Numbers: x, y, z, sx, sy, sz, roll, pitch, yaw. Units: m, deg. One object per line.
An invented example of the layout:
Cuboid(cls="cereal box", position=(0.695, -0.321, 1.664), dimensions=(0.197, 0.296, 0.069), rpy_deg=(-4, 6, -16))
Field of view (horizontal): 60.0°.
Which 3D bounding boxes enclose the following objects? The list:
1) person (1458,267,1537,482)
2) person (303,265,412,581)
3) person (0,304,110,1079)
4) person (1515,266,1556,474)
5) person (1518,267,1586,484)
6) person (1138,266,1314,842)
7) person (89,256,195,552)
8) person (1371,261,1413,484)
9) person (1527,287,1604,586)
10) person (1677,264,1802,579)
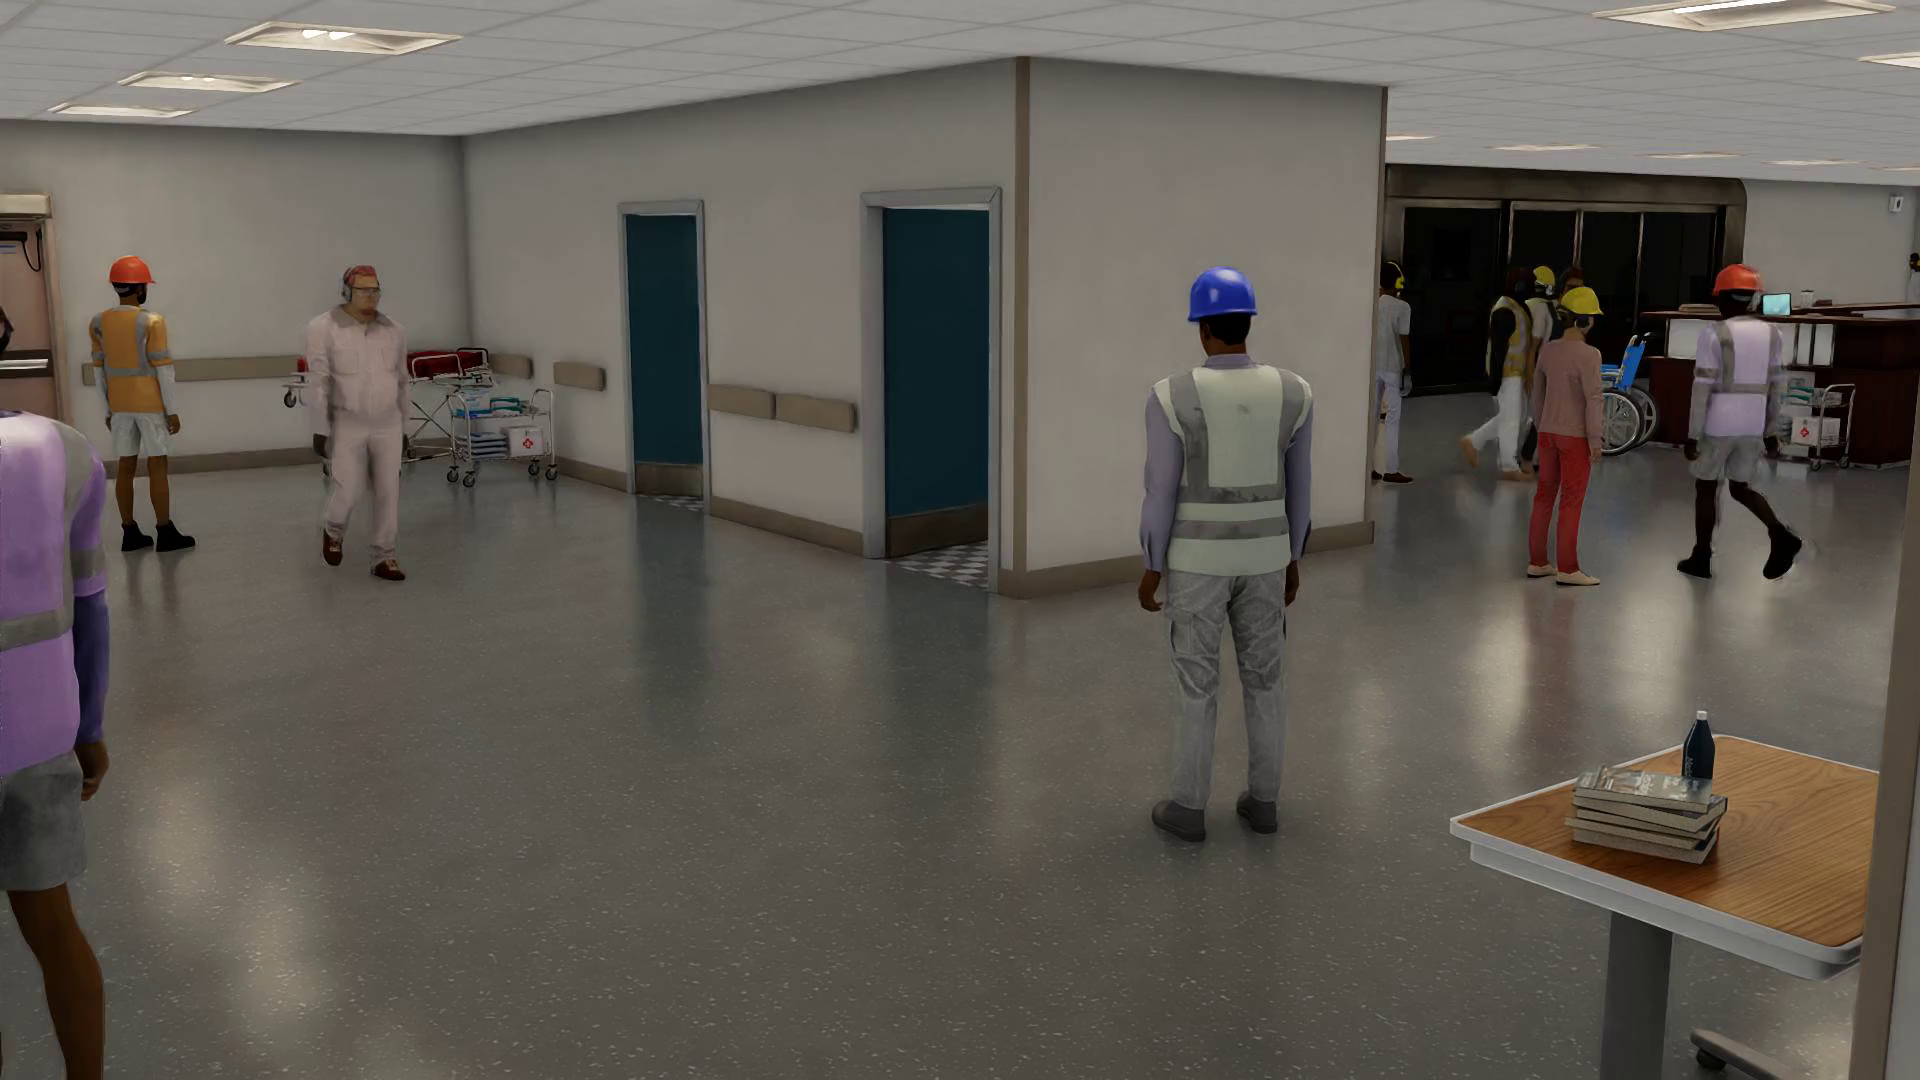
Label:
Cuboid(cls="person", position=(4.661, -1.427, 14.281), dimensions=(0.649, 1.828, 0.653), rpy_deg=(6, 12, 32))
Cuboid(cls="person", position=(-3.610, -0.700, 10.014), dimensions=(0.661, 1.891, 0.538), rpy_deg=(-9, 14, -43))
Cuboid(cls="person", position=(-2.039, 0.409, 3.438), dimensions=(0.403, 2.031, 0.614), rpy_deg=(4, 11, 19))
Cuboid(cls="person", position=(5.073, -1.495, 14.683), dimensions=(0.404, 1.825, 0.595), rpy_deg=(-9, 13, -40))
Cuboid(cls="person", position=(5.027, -1.383, 14.035), dimensions=(0.514, 1.822, 0.443), rpy_deg=(-3, 11, -17))
Cuboid(cls="person", position=(0.891, 0.057, 5.631), dimensions=(0.602, 1.946, 0.393), rpy_deg=(-3, 10, -14))
Cuboid(cls="person", position=(-5.381, -0.885, 10.924), dimensions=(0.543, 1.939, 0.361), rpy_deg=(2, 10, 9))
Cuboid(cls="person", position=(3.613, -1.412, 14.060), dimensions=(0.326, 1.876, 0.518), rpy_deg=(-8, 13, -38))
Cuboid(cls="person", position=(3.628, -0.614, 9.896), dimensions=(0.312, 1.767, 0.533), rpy_deg=(-4, 11, -20))
Cuboid(cls="person", position=(4.643, -0.677, 9.870), dimensions=(0.572, 1.910, 0.703), rpy_deg=(-2, 10, -14))
